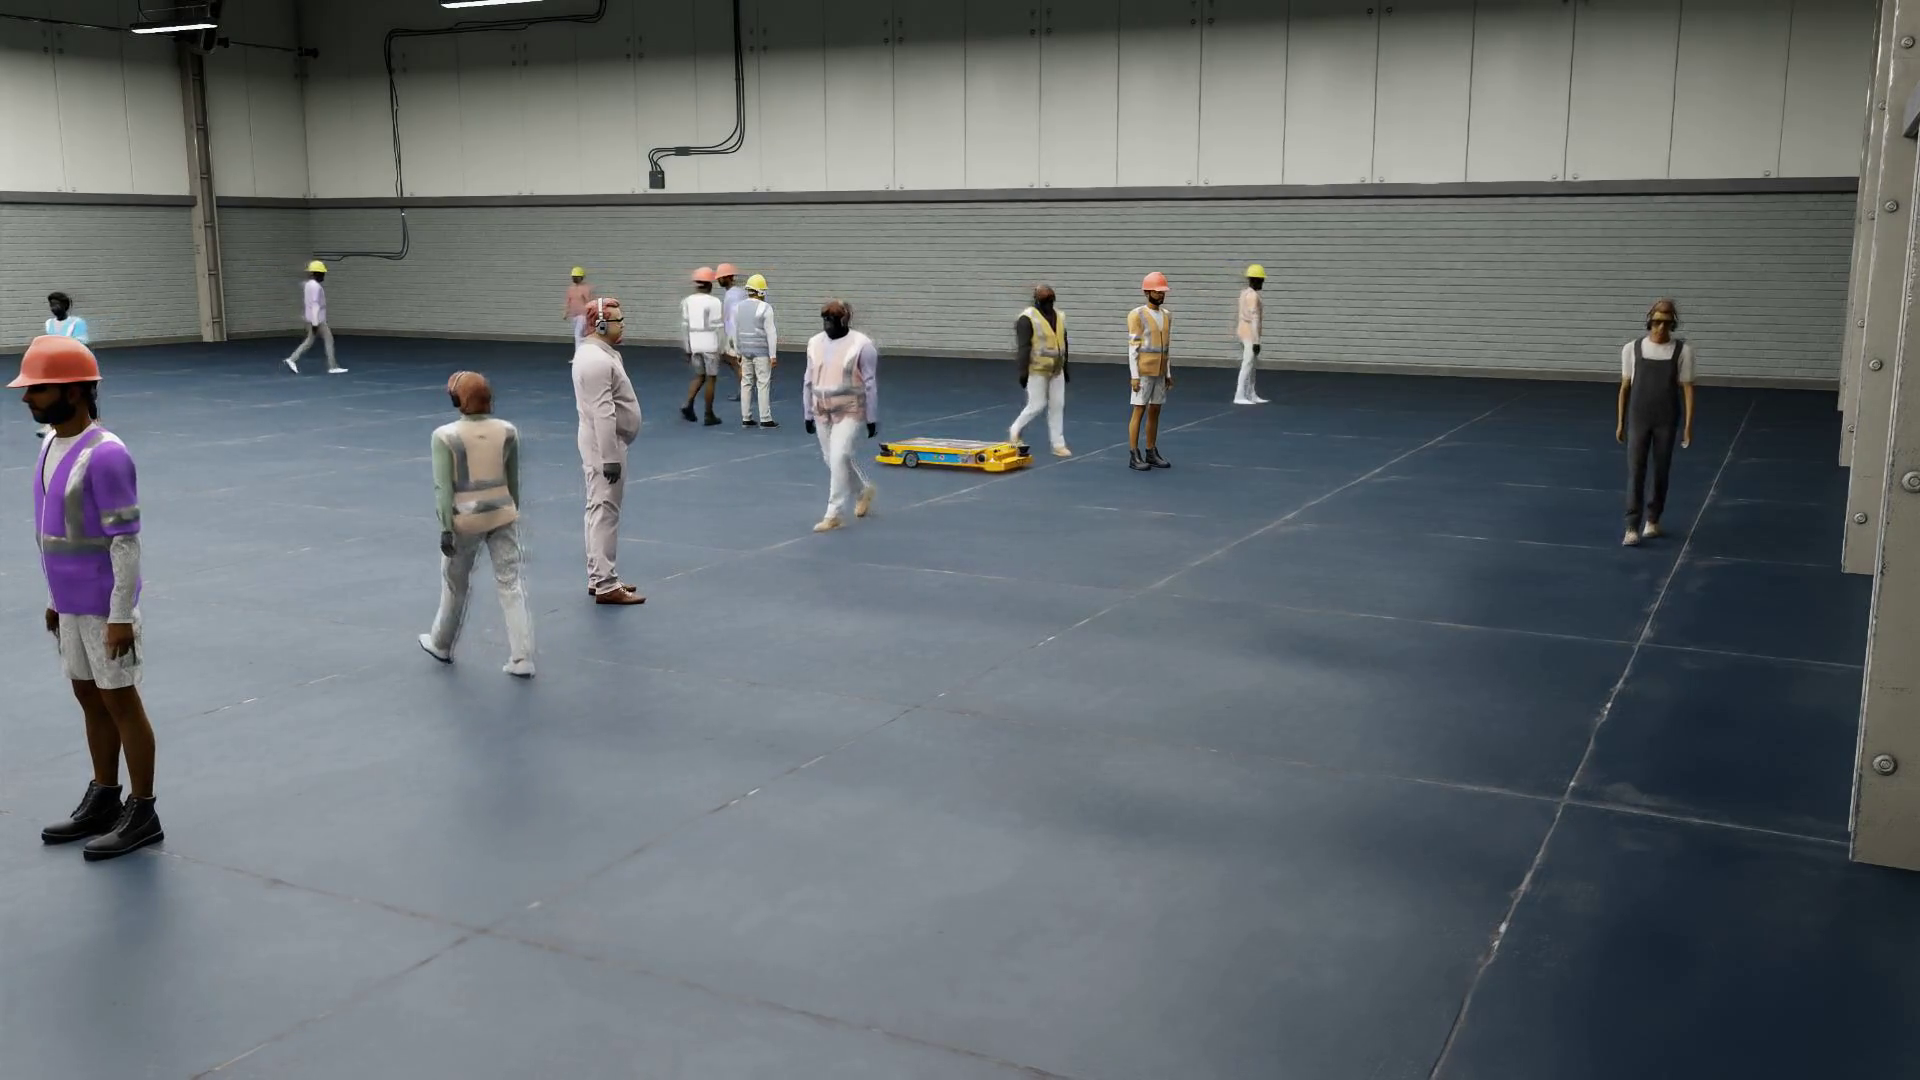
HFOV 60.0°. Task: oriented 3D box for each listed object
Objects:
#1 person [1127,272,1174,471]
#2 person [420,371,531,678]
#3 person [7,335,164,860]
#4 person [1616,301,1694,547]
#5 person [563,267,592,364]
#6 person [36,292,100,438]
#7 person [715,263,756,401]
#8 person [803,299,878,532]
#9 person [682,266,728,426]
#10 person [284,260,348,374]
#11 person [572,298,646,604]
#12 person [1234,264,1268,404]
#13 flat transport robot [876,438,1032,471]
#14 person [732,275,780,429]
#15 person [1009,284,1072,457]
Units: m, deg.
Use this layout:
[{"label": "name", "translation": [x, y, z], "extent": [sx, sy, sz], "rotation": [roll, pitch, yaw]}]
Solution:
[{"label": "person", "translation": [1.887, -1.654, 16.340], "extent": [0.542, 1.939, 0.363], "rotation": [-8, 13, -39]}, {"label": "person", "translation": [-2.555, -0.090, 8.758], "extent": [0.530, 1.592, 0.833], "rotation": [-9, 14, -41]}, {"label": "person", "translation": [-3.235, 0.214, 6.153], "extent": [0.544, 1.939, 0.372], "rotation": [8, 13, 38]}, {"label": "person", "translation": [5.200, -0.877, 12.456], "extent": [0.533, 1.814, 0.798], "rotation": [5, 11, 24]}, {"label": "person", "translation": [-6.842, -4.083, 30.161], "extent": [0.517, 1.735, 0.871], "rotation": [7, 13, 34]}, {"label": "person", "translation": [-10.138, -1.976, 18.868], "extent": [0.537, 1.645, 0.858], "rotation": [1, 10, 8]}, {"label": "person", "translation": [-3.159, -2.869, 23.048], "extent": [0.478, 1.909, 0.613], "rotation": [-2, 11, -9]}, {"label": "person", "translation": [-0.920, -1.008, 13.186], "extent": [0.633, 1.814, 0.852], "rotation": [6, 12, 30]}, {"label": "person", "translation": [-3.084, -2.326, 20.045], "extent": [0.550, 1.921, 0.467], "rotation": [7, 12, 32]}, {"label": "person", "translation": [-10.749, -3.692, 27.609], "extent": [0.910, 1.889, 0.584], "rotation": [-8, 13, -35]}, {"label": "person", "translation": [-2.202, -0.556, 10.440], "extent": [0.407, 1.910, 0.638], "rotation": [-3, 11, -17]}, {"label": "person", "translation": [3.994, -2.809, 22.712], "extent": [0.398, 1.927, 0.608], "rotation": [0, 10, 1]}, {"label": "flat transport robot", "translation": [-0.060, -0.866, 16.597], "extent": [1.431, 0.197, 0.652], "rotation": [5, 12, 26]}, {"label": "person", "translation": [-2.416, -2.234, 19.793], "extent": [0.601, 1.830, 0.404], "rotation": [6, 12, 30]}, {"label": "person", "translation": [0.816, -1.771, 17.369], "extent": [0.654, 1.805, 0.683], "rotation": [-9, 14, -41]}]
